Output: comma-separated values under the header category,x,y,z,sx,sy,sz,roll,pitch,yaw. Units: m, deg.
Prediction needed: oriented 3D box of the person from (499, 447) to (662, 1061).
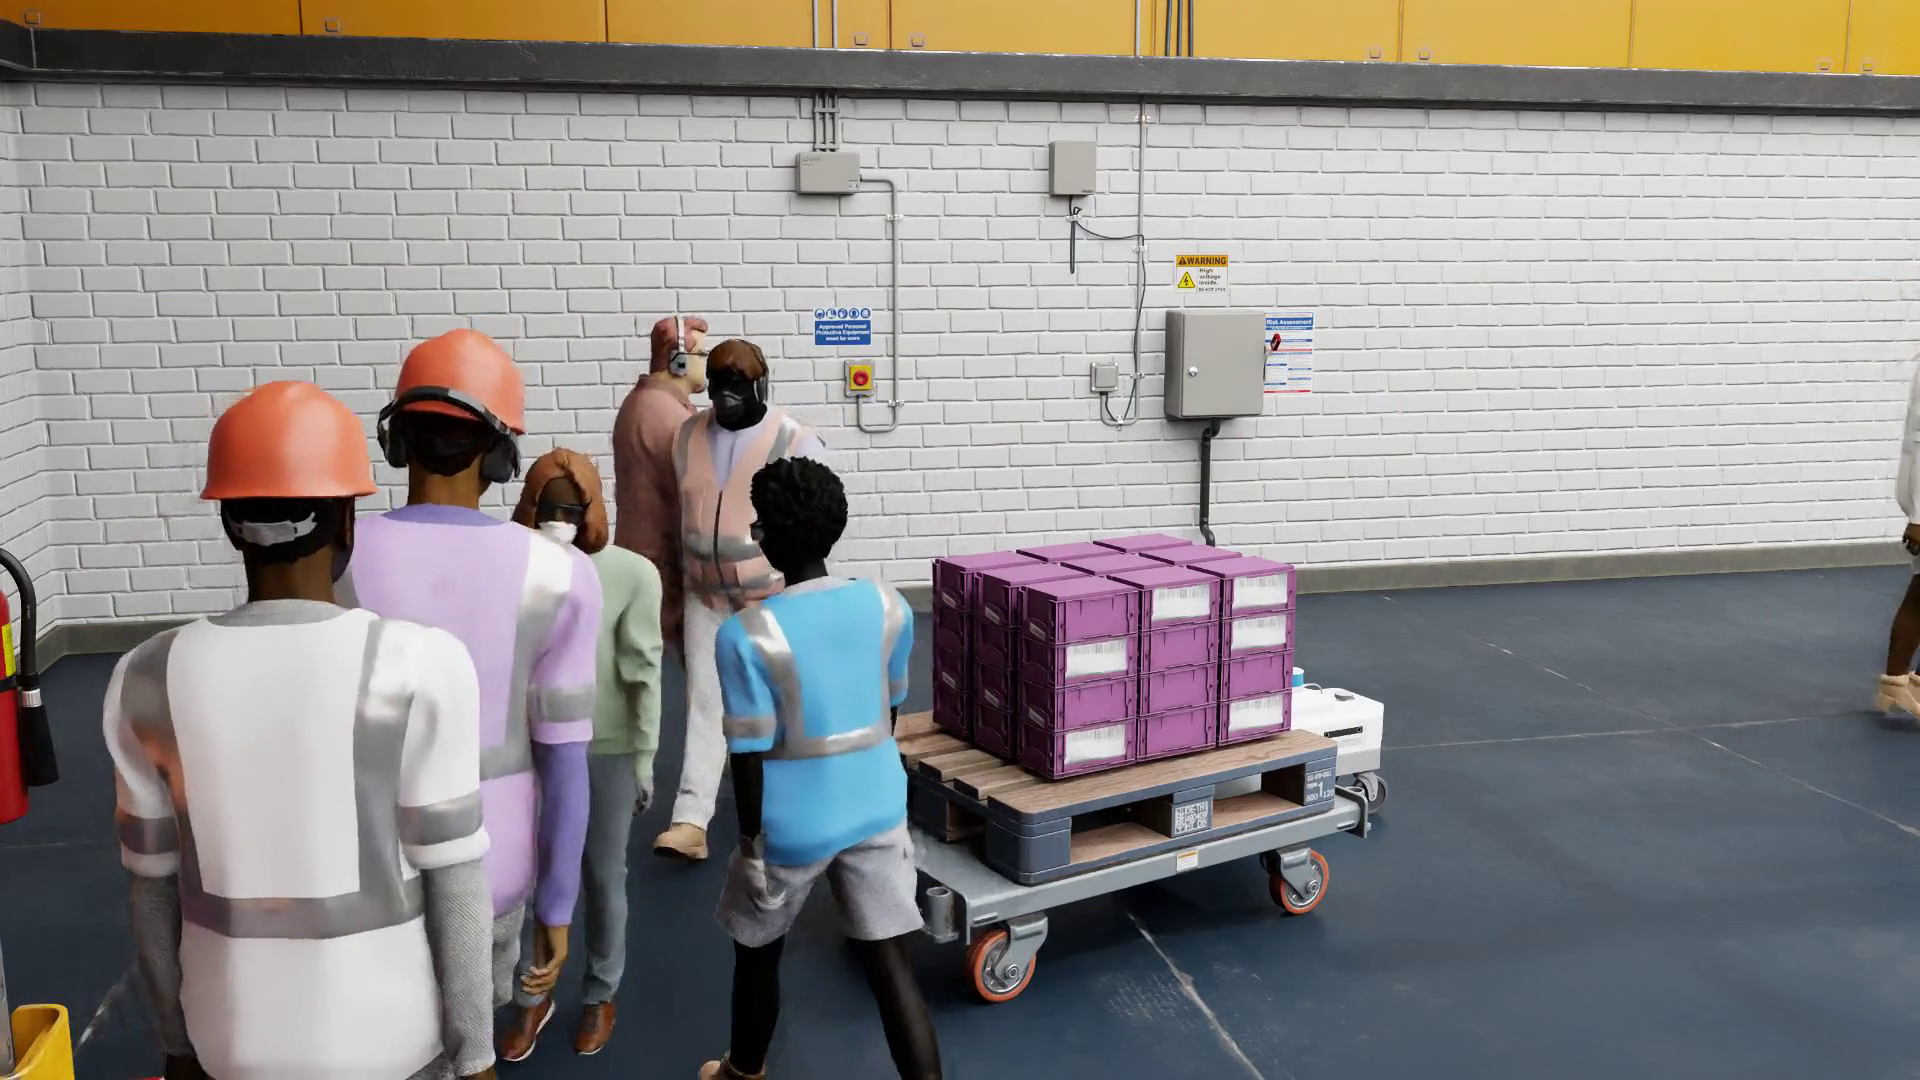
category,x,y,z,sx,sy,sz,roll,pitch,yaw
person,-1.000,0.565,4.277,0.499,1.616,0.457,0,10,1

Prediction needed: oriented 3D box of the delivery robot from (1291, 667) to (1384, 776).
category,x,y,z,sx,sy,sz,roll,pitch,yaw
delivery robot,1.212,0.712,6.143,0.707,0.478,0.477,-5,11,-27

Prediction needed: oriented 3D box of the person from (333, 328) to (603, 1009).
category,x,y,z,sx,sy,sz,roll,pitch,yaw
person,-0.955,0.606,3.079,0.623,1.978,1.093,-5,11,-24

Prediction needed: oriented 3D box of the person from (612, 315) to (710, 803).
category,x,y,z,sx,sy,sz,roll,pitch,yaw
person,-1.052,0.085,6.306,1.018,1.847,0.643,-3,11,-18

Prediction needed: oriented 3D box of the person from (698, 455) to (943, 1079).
category,x,y,z,sx,sy,sz,roll,pitch,yaw
person,-0.295,0.634,3.776,0.536,1.658,0.855,-7,12,-35

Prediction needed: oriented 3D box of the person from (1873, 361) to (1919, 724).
category,x,y,z,sx,sy,sz,roll,pitch,yaw
person,4.287,-0.161,7.170,0.531,2.017,0.619,7,12,33

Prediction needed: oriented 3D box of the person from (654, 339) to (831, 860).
category,x,y,z,sx,sy,sz,roll,pitch,yaw
person,-0.762,0.198,5.828,0.645,1.785,0.974,3,11,18

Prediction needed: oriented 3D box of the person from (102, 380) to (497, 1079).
category,x,y,z,sx,sy,sz,roll,pitch,yaw
person,-0.974,0.721,2.553,0.561,1.921,0.412,0,10,-1
